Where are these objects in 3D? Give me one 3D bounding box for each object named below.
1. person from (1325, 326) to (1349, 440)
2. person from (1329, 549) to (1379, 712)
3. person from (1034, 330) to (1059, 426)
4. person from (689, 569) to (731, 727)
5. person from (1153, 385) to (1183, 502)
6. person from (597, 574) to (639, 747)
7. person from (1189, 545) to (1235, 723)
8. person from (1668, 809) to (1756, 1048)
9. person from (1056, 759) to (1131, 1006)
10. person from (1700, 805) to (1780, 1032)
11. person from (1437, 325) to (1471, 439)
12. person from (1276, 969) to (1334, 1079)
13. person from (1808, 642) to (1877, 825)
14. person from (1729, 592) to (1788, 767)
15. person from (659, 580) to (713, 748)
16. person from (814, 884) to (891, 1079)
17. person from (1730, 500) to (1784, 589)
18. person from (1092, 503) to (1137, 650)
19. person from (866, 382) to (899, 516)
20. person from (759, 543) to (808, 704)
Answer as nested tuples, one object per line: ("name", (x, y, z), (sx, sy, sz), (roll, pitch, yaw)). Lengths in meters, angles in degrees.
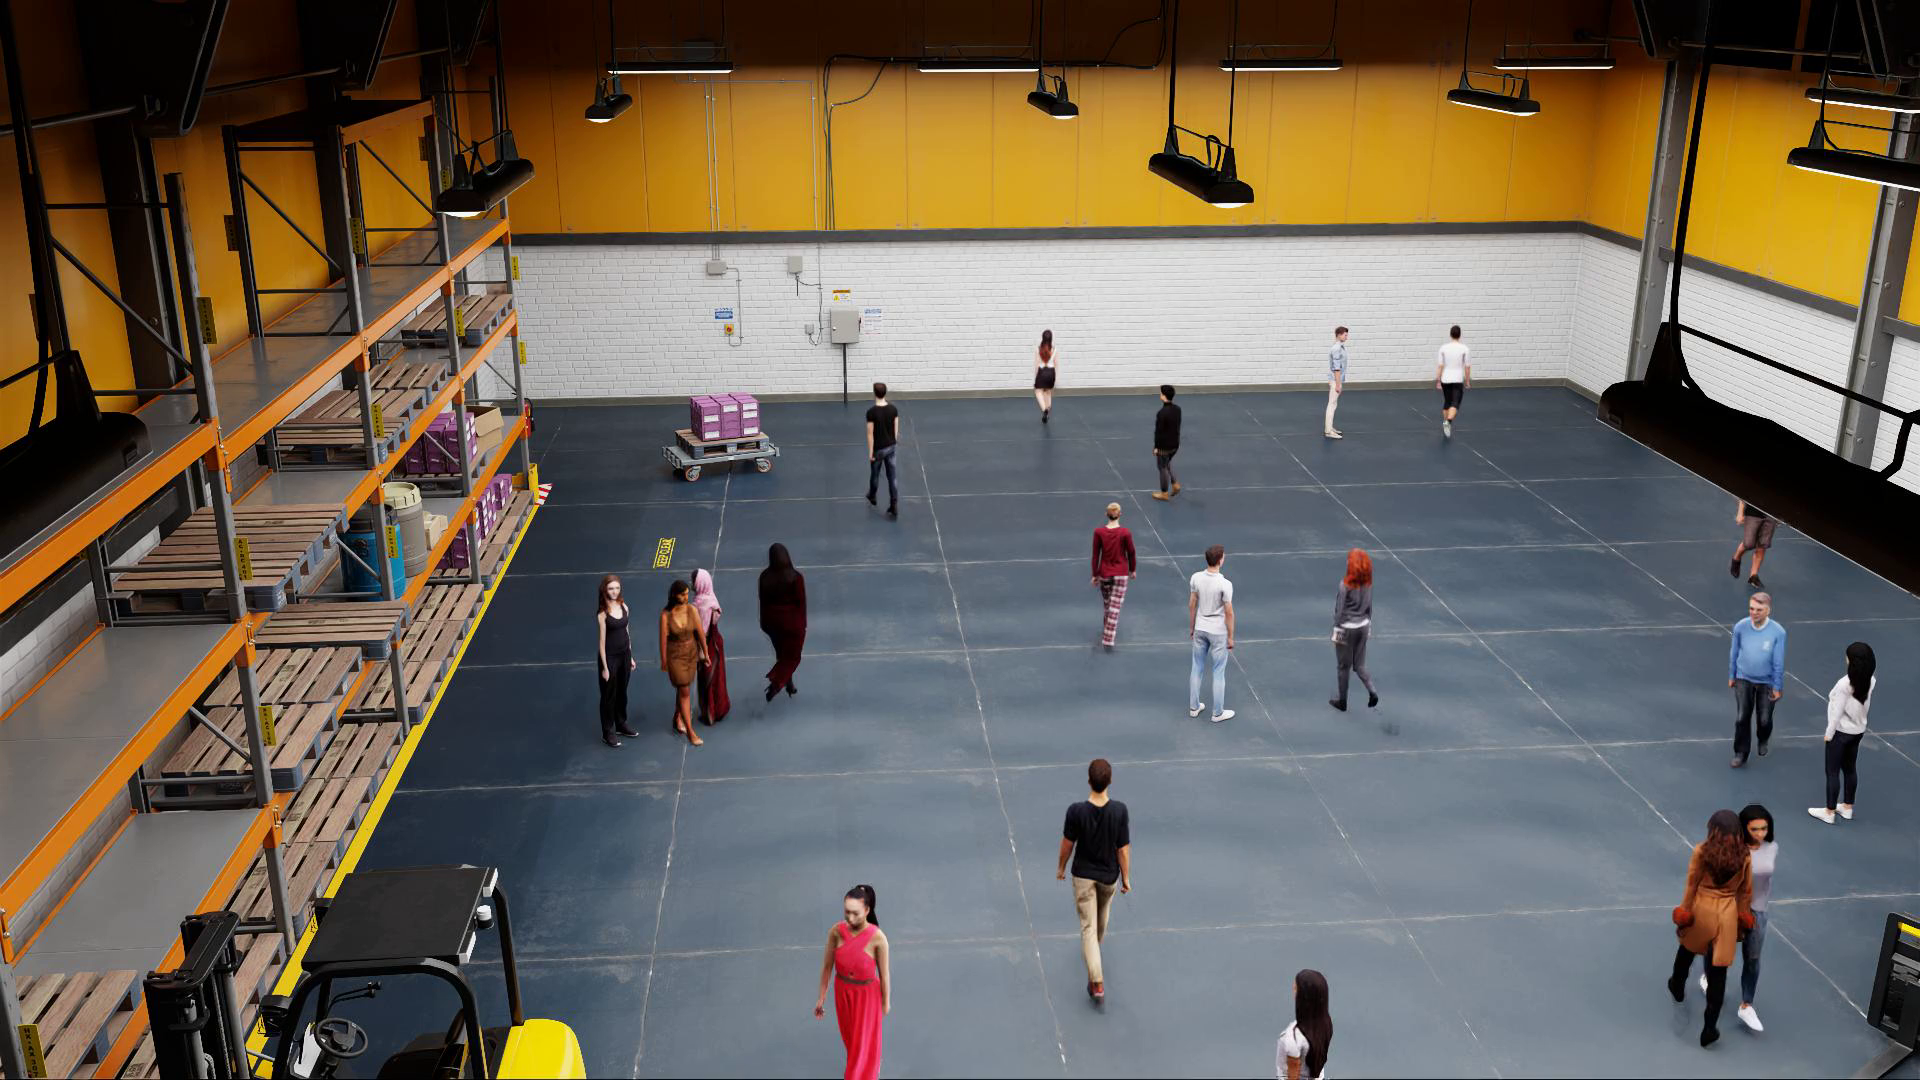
("person", (6.228, -2.635, 27.568), (0.776, 1.847, 0.611), (5, 19, 13))
("person", (4.061, 0.970, 16.986), (0.780, 1.769, 0.920), (-10, 21, -27))
("person", (1.462, -2.731, 28.183), (0.594, 1.637, 0.713), (-3, 19, -10))
("person", (-2.563, 1.056, 16.946), (0.749, 1.632, 0.563), (0, 19, 0))
("person", (3.057, -1.393, 24.083), (0.809, 1.718, 0.861), (-18, 25, -42))
("person", (-3.430, 1.163, 16.454), (0.717, 1.743, 0.637), (12, 22, 31))
("person", (2.554, 0.942, 16.941), (0.718, 1.851, 0.775), (15, 23, 37))
("person", (5.340, 2.759, 11.798), (0.918, 1.690, 1.101), (6, 19, 16))
("person", (1.011, 2.542, 12.261), (0.690, 1.805, 1.142), (-2, 19, -7))
("person", (5.636, 2.645, 12.116), (0.647, 1.703, 0.913), (-2, 19, -6))
("person", (8.155, -2.611, 27.530), (1.061, 1.826, 1.215), (10, 21, 27))
("person", (2.120, 3.378, 9.873), (1.131, 1.745, 1.073), (15, 24, 38))
("person", (7.939, 1.716, 14.881), (0.681, 1.700, 0.678), (-11, 21, -29))
("person", (7.672, 1.311, 15.947), (0.936, 1.786, 0.991), (15, 24, 37))
("person", (-2.797, 1.178, 16.543), (0.885, 1.657, 1.013), (-15, 23, -37))
("person", (-0.644, 3.025, 11.030), (0.967, 1.675, 1.215), (8, 20, 23))
("person", (9.964, -0.346, 20.766), (0.690, 1.851, 0.813), (0, 19, -1))
("person", (1.723, 0.422, 18.786), (0.904, 1.659, 1.150), (6, 20, 18))
("person", (-1.039, -1.243, 23.431), (0.903, 1.850, 1.295), (-7, 20, -20))
("person", (-1.869, 0.920, 17.209), (0.898, 1.721, 1.062), (7, 20, 20))
